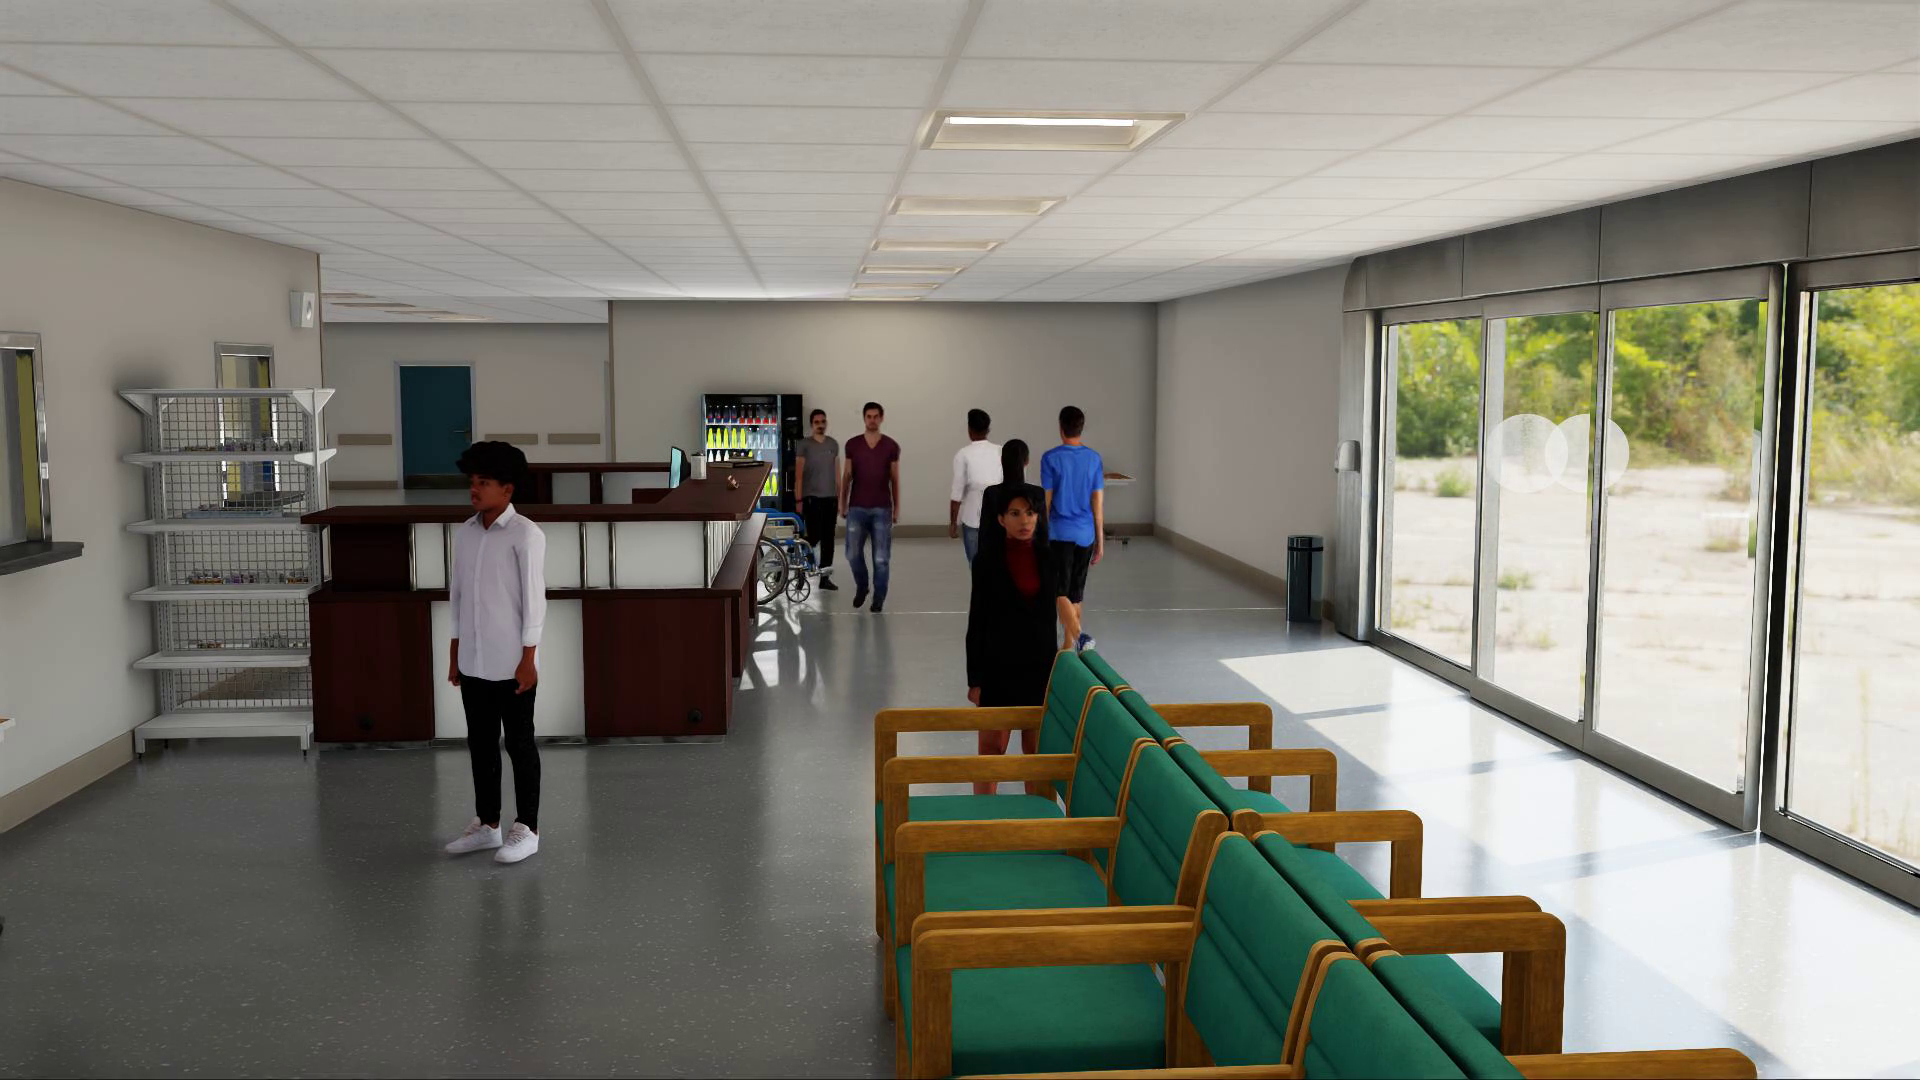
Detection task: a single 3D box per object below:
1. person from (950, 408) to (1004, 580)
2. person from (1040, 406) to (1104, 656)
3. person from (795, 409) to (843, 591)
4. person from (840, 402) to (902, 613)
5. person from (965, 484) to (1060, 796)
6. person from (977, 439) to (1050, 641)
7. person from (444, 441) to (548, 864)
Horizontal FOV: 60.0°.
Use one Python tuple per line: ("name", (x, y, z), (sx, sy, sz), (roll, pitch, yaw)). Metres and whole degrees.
("person", (0.217, -0.159, 13.494), (0.824, 1.798, 0.811), (-1, 6, -14))
("person", (0.772, 0.030, 11.399), (1.127, 1.841, 0.820), (-1, 6, -14))
("person", (-1.397, -0.388, 16.054), (0.814, 1.742, 0.862), (-4, 7, -36))
("person", (-0.775, -0.293, 14.623), (0.661, 1.839, 0.818), (0, 6, 5))
("person", (0.231, 0.589, 6.850), (0.620, 1.640, 0.681), (-2, 6, -17))
("person", (0.309, 0.253, 9.839), (0.424, 1.710, 0.638), (-1, 6, -7))
("person", (-1.998, 0.468, 7.198), (0.677, 1.810, 0.781), (3, 6, 25))
